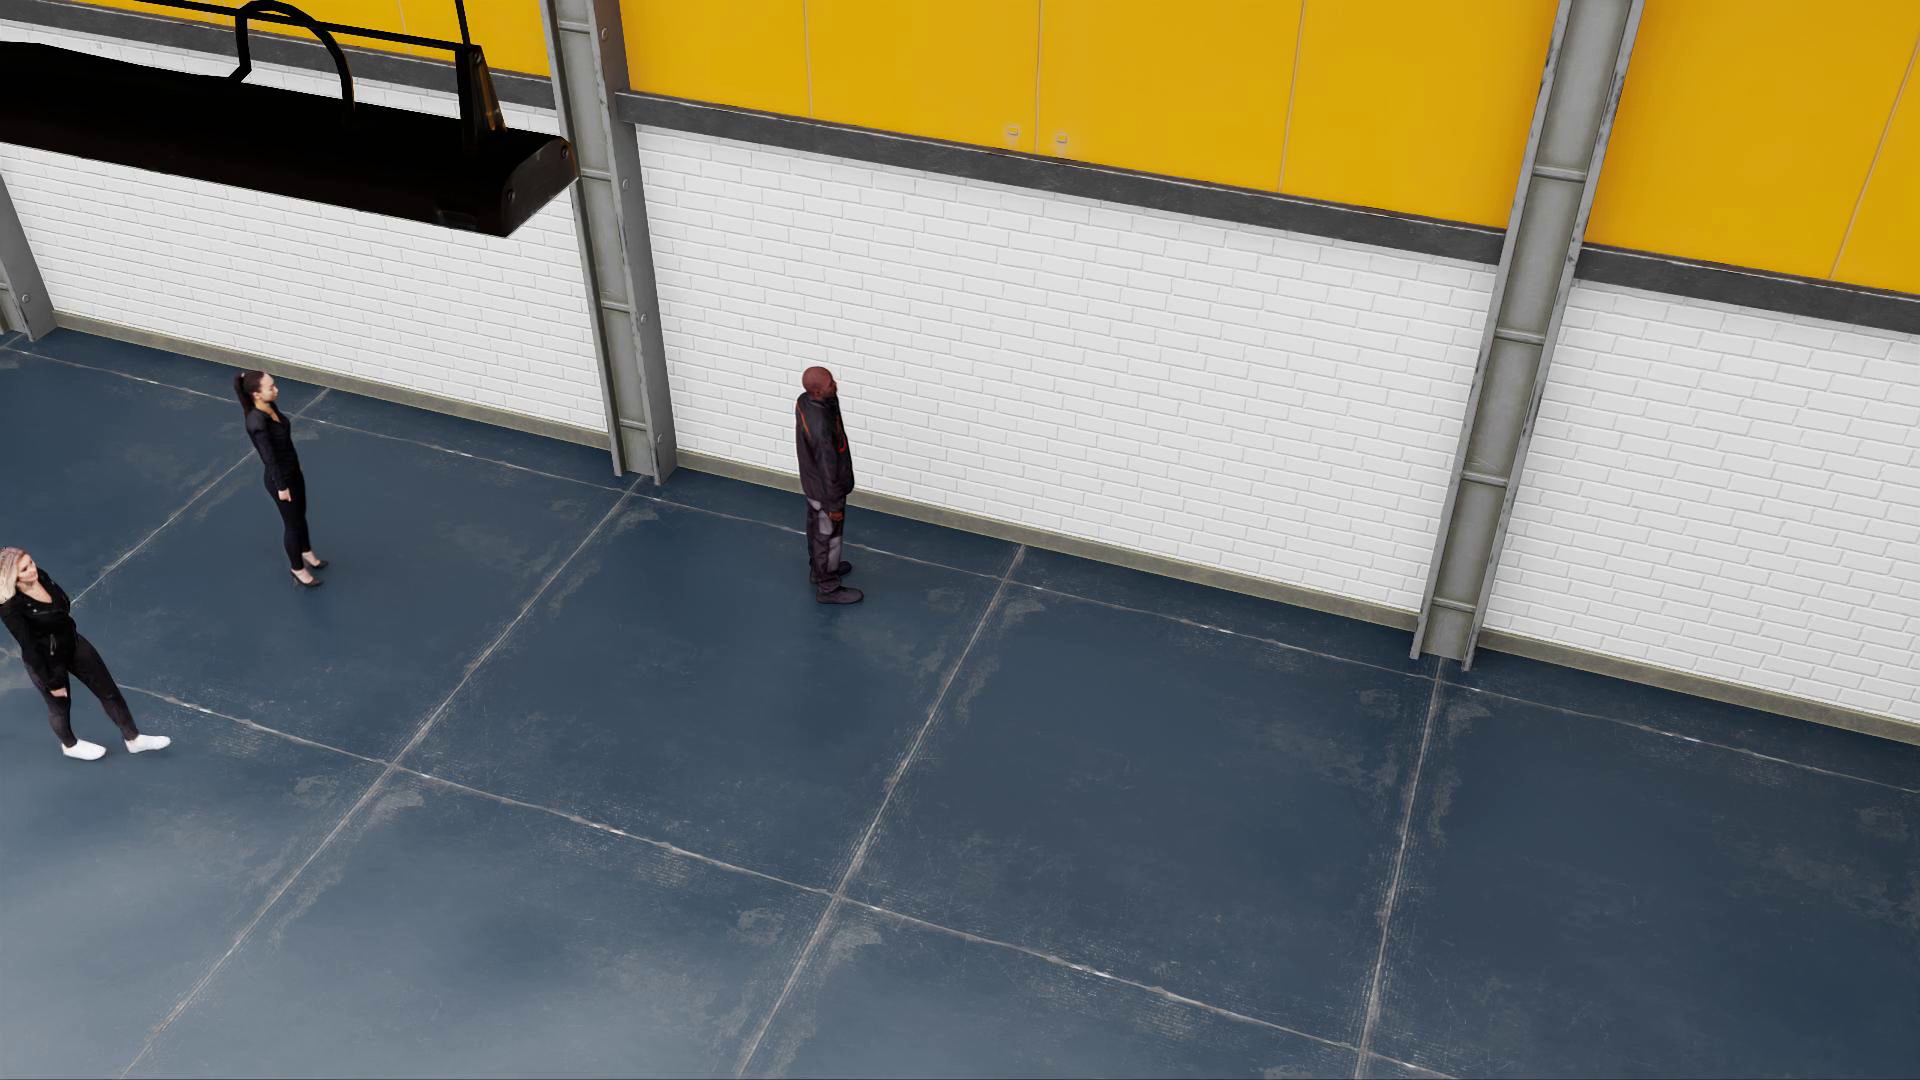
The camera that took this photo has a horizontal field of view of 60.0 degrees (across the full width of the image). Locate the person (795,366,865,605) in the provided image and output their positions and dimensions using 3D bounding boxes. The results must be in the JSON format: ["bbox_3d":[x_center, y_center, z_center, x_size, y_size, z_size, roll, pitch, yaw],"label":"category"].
[{"bbox_3d":[-0.920,-0.391,11.099,0.829,1.825,0.802,-11,40,-14],"label":"person"}]

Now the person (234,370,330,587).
[{"bbox_3d":[-4.568,-0.424,11.231,0.640,1.711,0.633,-7,39,-8],"label":"person"}]

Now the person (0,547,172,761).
[{"bbox_3d":[-5.440,0.706,9.854,0.971,1.663,0.778,4,39,4],"label":"person"}]
